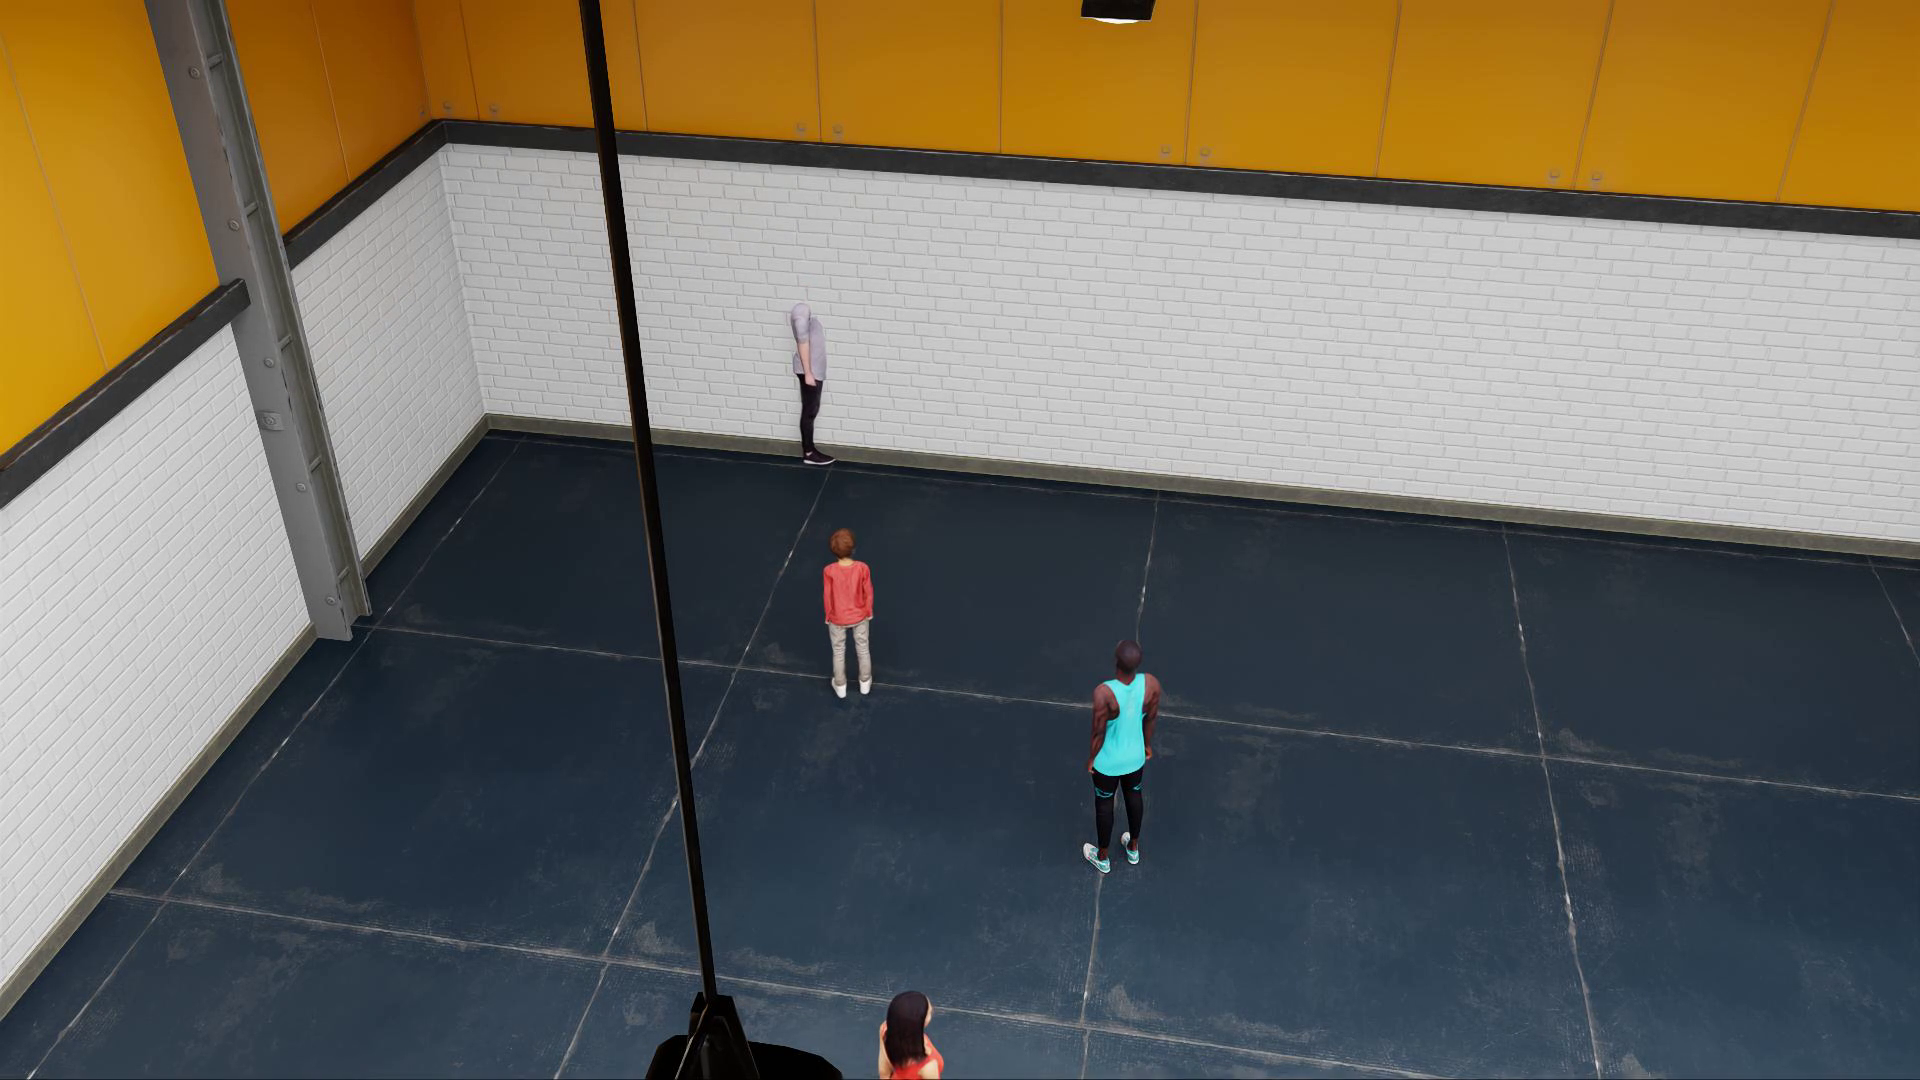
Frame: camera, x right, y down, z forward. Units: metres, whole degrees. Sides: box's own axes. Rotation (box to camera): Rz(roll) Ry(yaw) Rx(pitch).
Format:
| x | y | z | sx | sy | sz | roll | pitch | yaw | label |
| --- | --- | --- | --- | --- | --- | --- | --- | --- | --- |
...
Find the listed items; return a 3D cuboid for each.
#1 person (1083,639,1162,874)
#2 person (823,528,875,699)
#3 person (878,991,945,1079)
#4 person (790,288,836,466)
| x | y | z | sx | sy | sz | roll | pitch | yaw | label |
| --- | --- | --- | --- | --- | --- | --- | --- | --- | --- |
| 1.025 | 1.375 | 10.602 | 0.675 | 1.811 | 0.674 | -11 | 35 | -16 | person |
| -0.821 | 0.535 | 12.221 | 0.573 | 1.417 | 0.559 | -5 | 34 | -8 | person |
| -0.231 | 2.891 | 8.404 | 0.701 | 1.719 | 0.673 | -28 | 43 | -35 | person |
| -1.357 | -1.578 | 15.023 | 0.754 | 1.835 | 0.564 | 2 | 34 | 3 | person |
